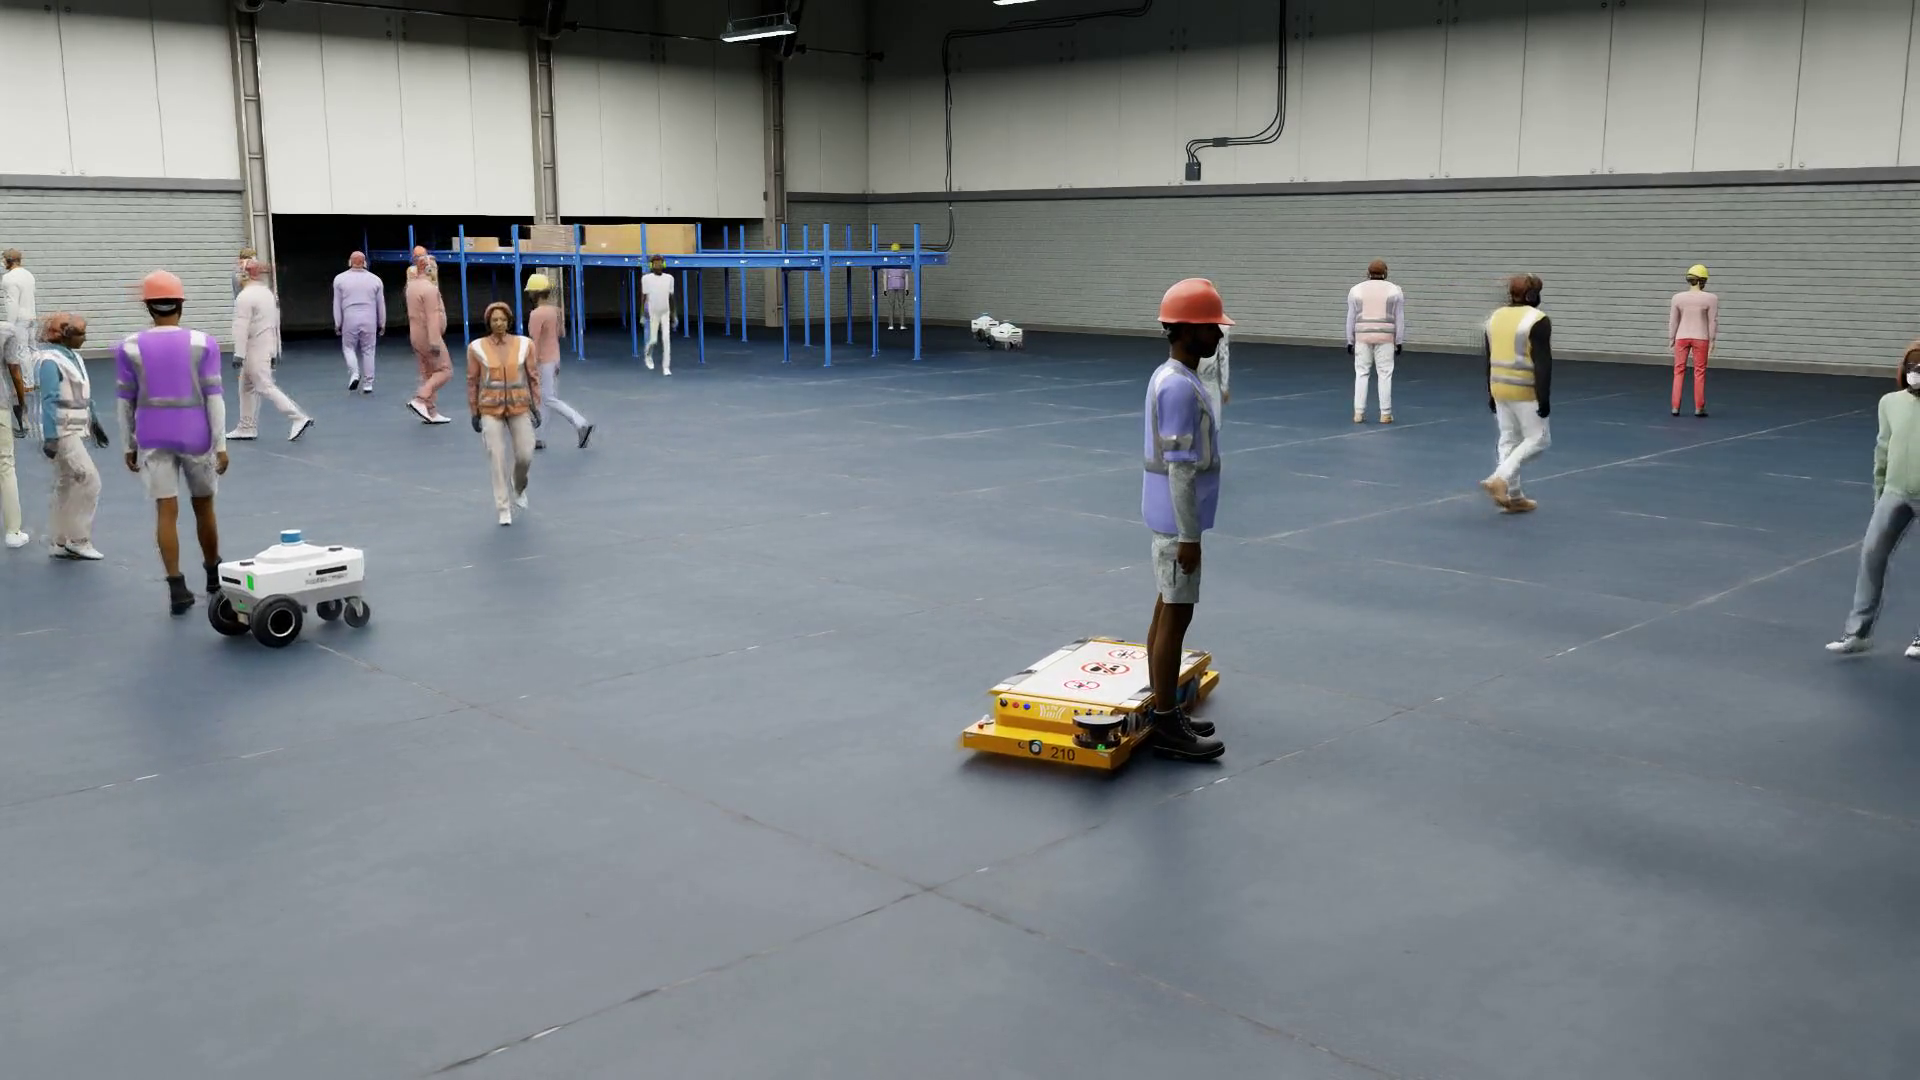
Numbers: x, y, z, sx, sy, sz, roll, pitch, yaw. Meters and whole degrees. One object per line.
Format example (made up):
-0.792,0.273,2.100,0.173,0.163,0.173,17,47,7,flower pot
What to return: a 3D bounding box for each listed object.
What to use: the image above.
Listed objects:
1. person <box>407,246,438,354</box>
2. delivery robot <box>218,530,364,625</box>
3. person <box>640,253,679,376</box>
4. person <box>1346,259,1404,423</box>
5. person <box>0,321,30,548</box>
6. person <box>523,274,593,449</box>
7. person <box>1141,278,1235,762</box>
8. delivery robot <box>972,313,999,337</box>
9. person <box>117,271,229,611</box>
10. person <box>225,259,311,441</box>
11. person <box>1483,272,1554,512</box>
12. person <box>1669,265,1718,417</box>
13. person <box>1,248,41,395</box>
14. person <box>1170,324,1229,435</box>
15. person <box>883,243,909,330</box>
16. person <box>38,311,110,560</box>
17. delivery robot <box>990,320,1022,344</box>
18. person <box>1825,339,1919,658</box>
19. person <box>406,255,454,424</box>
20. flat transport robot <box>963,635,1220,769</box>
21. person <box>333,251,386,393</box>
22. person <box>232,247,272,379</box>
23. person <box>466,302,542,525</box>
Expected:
-9.506,-4.209,29.315,0.579,1.912,0.750,-8,13,-37,person
-3.568,0.190,8.906,0.477,0.478,0.707,8,13,36,delivery robot
-4.610,-3.456,25.429,0.566,1.843,0.635,-4,11,-22,person
4.715,-2.260,18.902,0.634,1.839,0.429,4,11,19,person
-6.628,-0.876,11.308,0.517,1.865,0.324,-3,11,-17,person
-4.037,-1.756,16.441,0.790,1.740,0.528,1,10,8,person
0.920,-0.089,6.795,0.354,1.938,0.544,1,10,3,person
0.514,-4.326,33.535,0.477,0.478,0.707,-5,11,-23,delivery robot
-4.507,-0.582,9.576,0.566,1.913,0.732,-3,11,-17,person
-7.207,-1.960,17.175,0.907,1.876,0.638,-1,10,-5,person
4.228,-1.107,12.633,0.506,1.832,0.644,-4,11,-22,person
8.599,-2.338,19.534,0.525,1.765,0.329,7,13,35,person
-12.512,-2.905,22.151,0.355,1.936,0.636,-1,10,-4,person
1.994,-1.292,13.921,0.496,1.725,0.440,1,10,8,person
-1.428,-5.664,37.217,0.587,1.930,0.357,0,10,-2,person
-5.765,-0.674,10.849,0.480,1.620,0.521,-3,11,-14,person
0.860,-3.837,30.864,0.477,0.478,0.707,-6,12,-28,delivery robot
4.681,-0.182,8.223,0.750,1.601,0.505,-6,12,-31,person
-5.942,-2.236,18.615,0.444,1.890,0.678,-8,13,-36,person
0.615,0.675,7.292,0.652,0.197,1.431,5,12,25,flat transport robot
-8.082,-2.934,22.420,0.683,1.893,0.432,-5,11,-23,person
-10.351,-3.285,24.238,0.370,1.934,0.627,-10,14,-42,person
-3.359,-0.942,12.270,0.532,1.627,0.439,-4,11,-19,person
